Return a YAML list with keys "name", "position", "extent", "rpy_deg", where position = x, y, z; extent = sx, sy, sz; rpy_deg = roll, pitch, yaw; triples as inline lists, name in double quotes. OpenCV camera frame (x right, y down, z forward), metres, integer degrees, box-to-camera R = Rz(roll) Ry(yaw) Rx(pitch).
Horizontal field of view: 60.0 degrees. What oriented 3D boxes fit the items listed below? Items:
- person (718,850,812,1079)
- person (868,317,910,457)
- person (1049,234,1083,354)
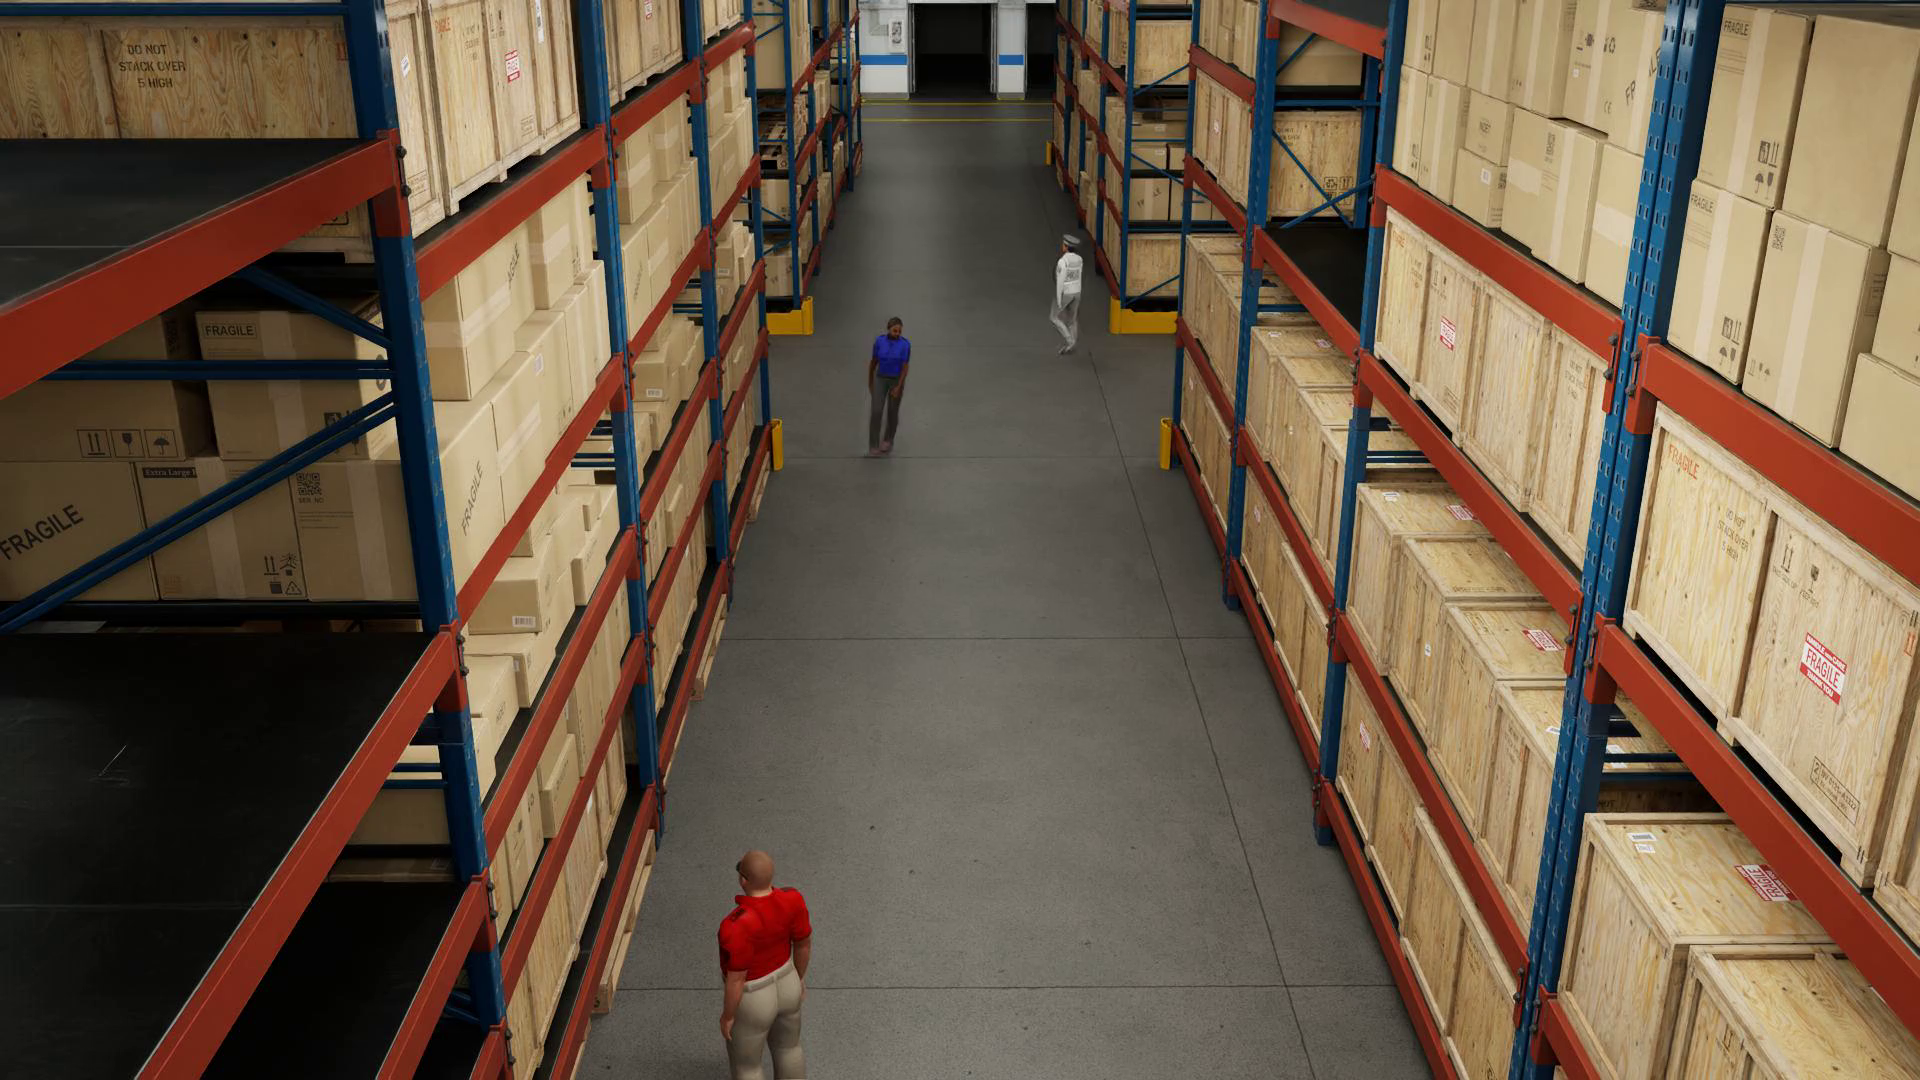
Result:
- name: "person"
  position: [-1.047, 2.347, 8.612]
  extent: [0.387, 1.726, 0.529]
  rpy_deg: [20, 29, 41]
- name: "person"
  position: [-0.816, -1.779, 19.180]
  extent: [0.500, 1.636, 0.662]
  rpy_deg: [0, 22, -1]
- name: "person"
  position: [1.519, -3.409, 23.218]
  extent: [0.492, 1.692, 0.452]
  rpy_deg: [-17, 27, -37]
